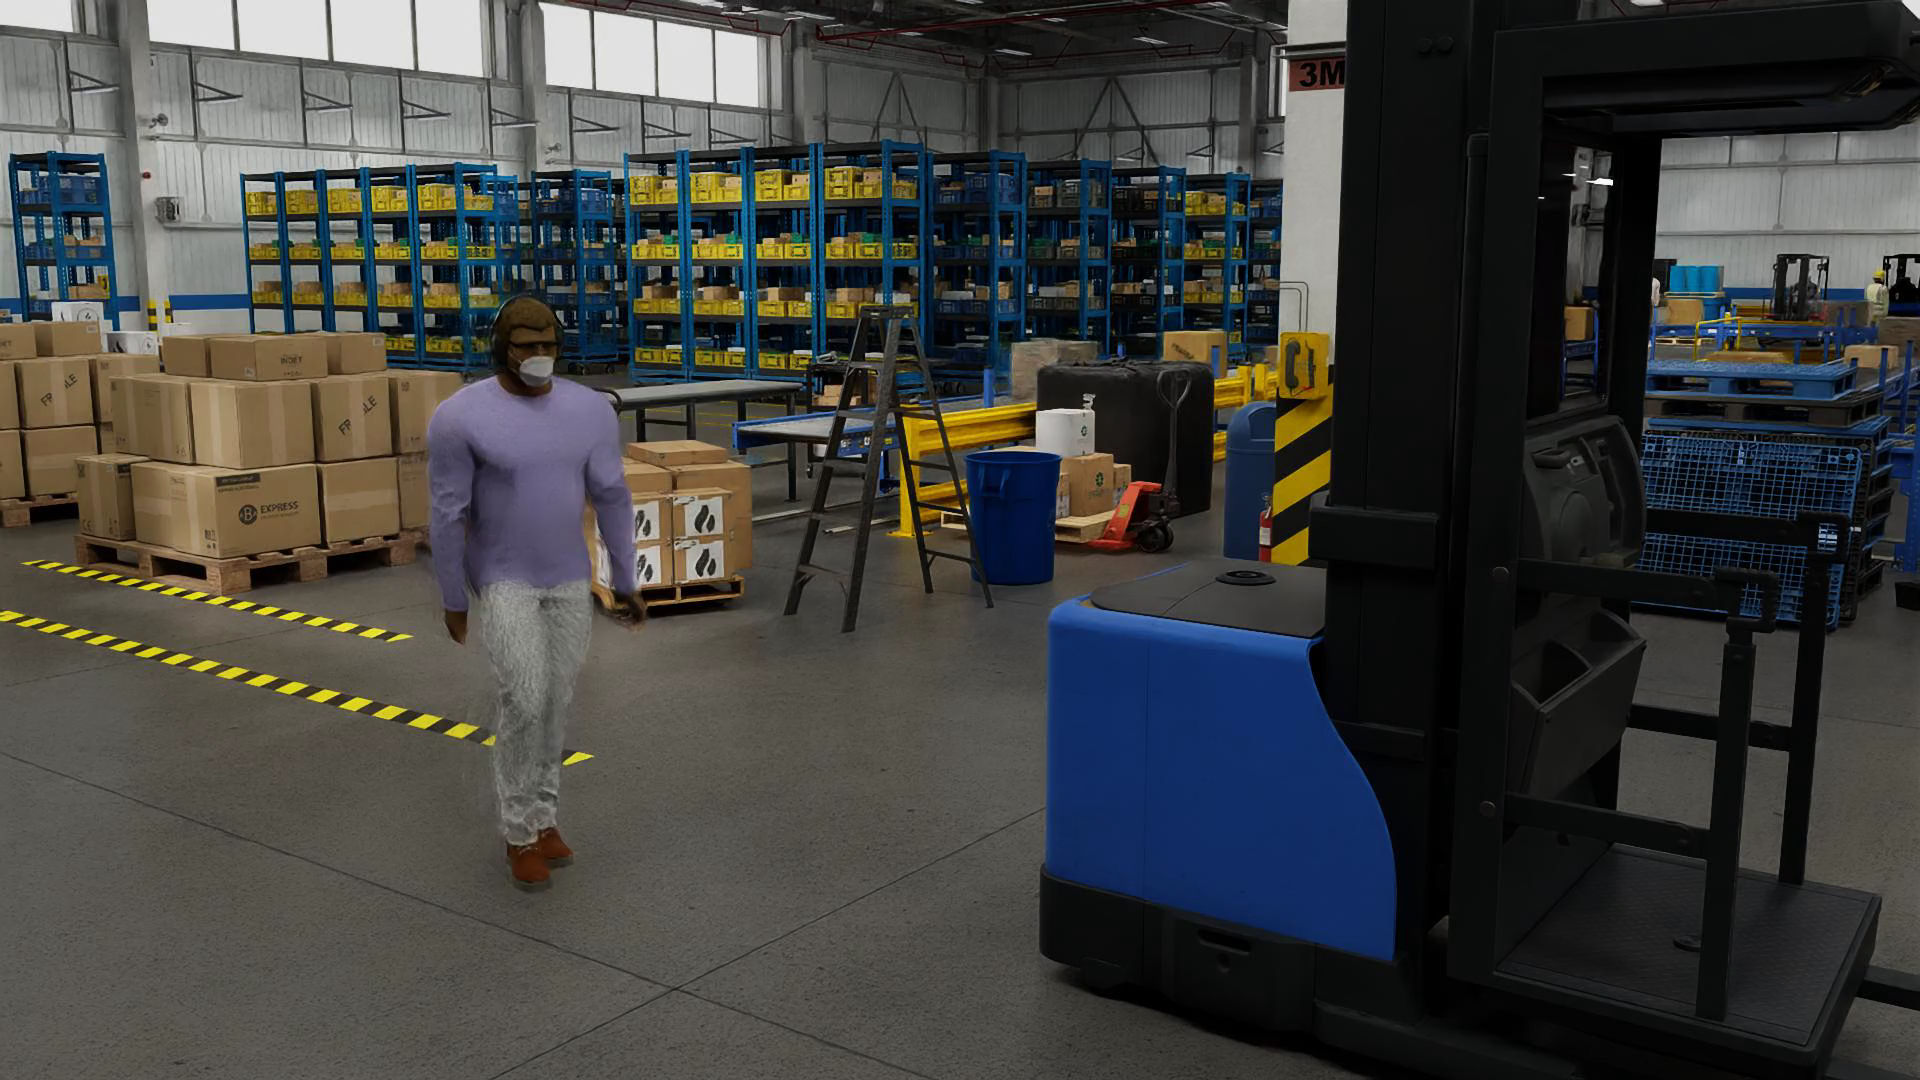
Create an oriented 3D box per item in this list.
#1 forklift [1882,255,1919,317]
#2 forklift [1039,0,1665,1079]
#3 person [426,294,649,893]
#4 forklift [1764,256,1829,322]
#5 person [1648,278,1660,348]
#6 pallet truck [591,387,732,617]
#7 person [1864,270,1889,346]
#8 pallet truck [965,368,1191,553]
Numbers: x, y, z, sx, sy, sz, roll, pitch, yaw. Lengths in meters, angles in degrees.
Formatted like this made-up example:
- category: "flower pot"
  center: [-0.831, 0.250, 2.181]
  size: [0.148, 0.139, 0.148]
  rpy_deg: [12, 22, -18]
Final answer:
- category: "forklift"
  center: [22.089, -5.634, 38.796]
  size: [1.157, 1.987, 2.680]
  rpy_deg: [6, 11, 33]
- category: "forklift"
  center: [1.249, -0.137, 4.360]
  size: [1.873, 2.768, 1.129]
  rpy_deg: [7, 12, 35]
- category: "person"
  center: [-1.348, 0.169, 5.402]
  size: [0.632, 1.913, 0.631]
  rpy_deg: [-8, 13, -41]
- category: "forklift"
  center: [20.253, -5.854, 40.139]
  size: [1.157, 1.987, 2.680]
  rpy_deg: [7, 12, 35]
- category: "person"
  center: [15.930, -5.420, 38.736]
  size: [0.639, 1.902, 0.407]
  rpy_deg: [0, 10, 2]
- category: "pallet truck"
  center: [-1.981, -0.274, 10.088]
  size: [0.680, 1.201, 1.601]
  rpy_deg: [-5, 11, -28]
- category: "person"
  center: [19.429, -4.799, 35.227]
  size: [0.403, 1.837, 0.591]
  rpy_deg: [-3, 10, -18]
- category: "pallet truck"
  center: [0.845, -0.609, 11.869]
  size: [1.630, 1.274, 0.653]
  rpy_deg: [7, 12, 35]
